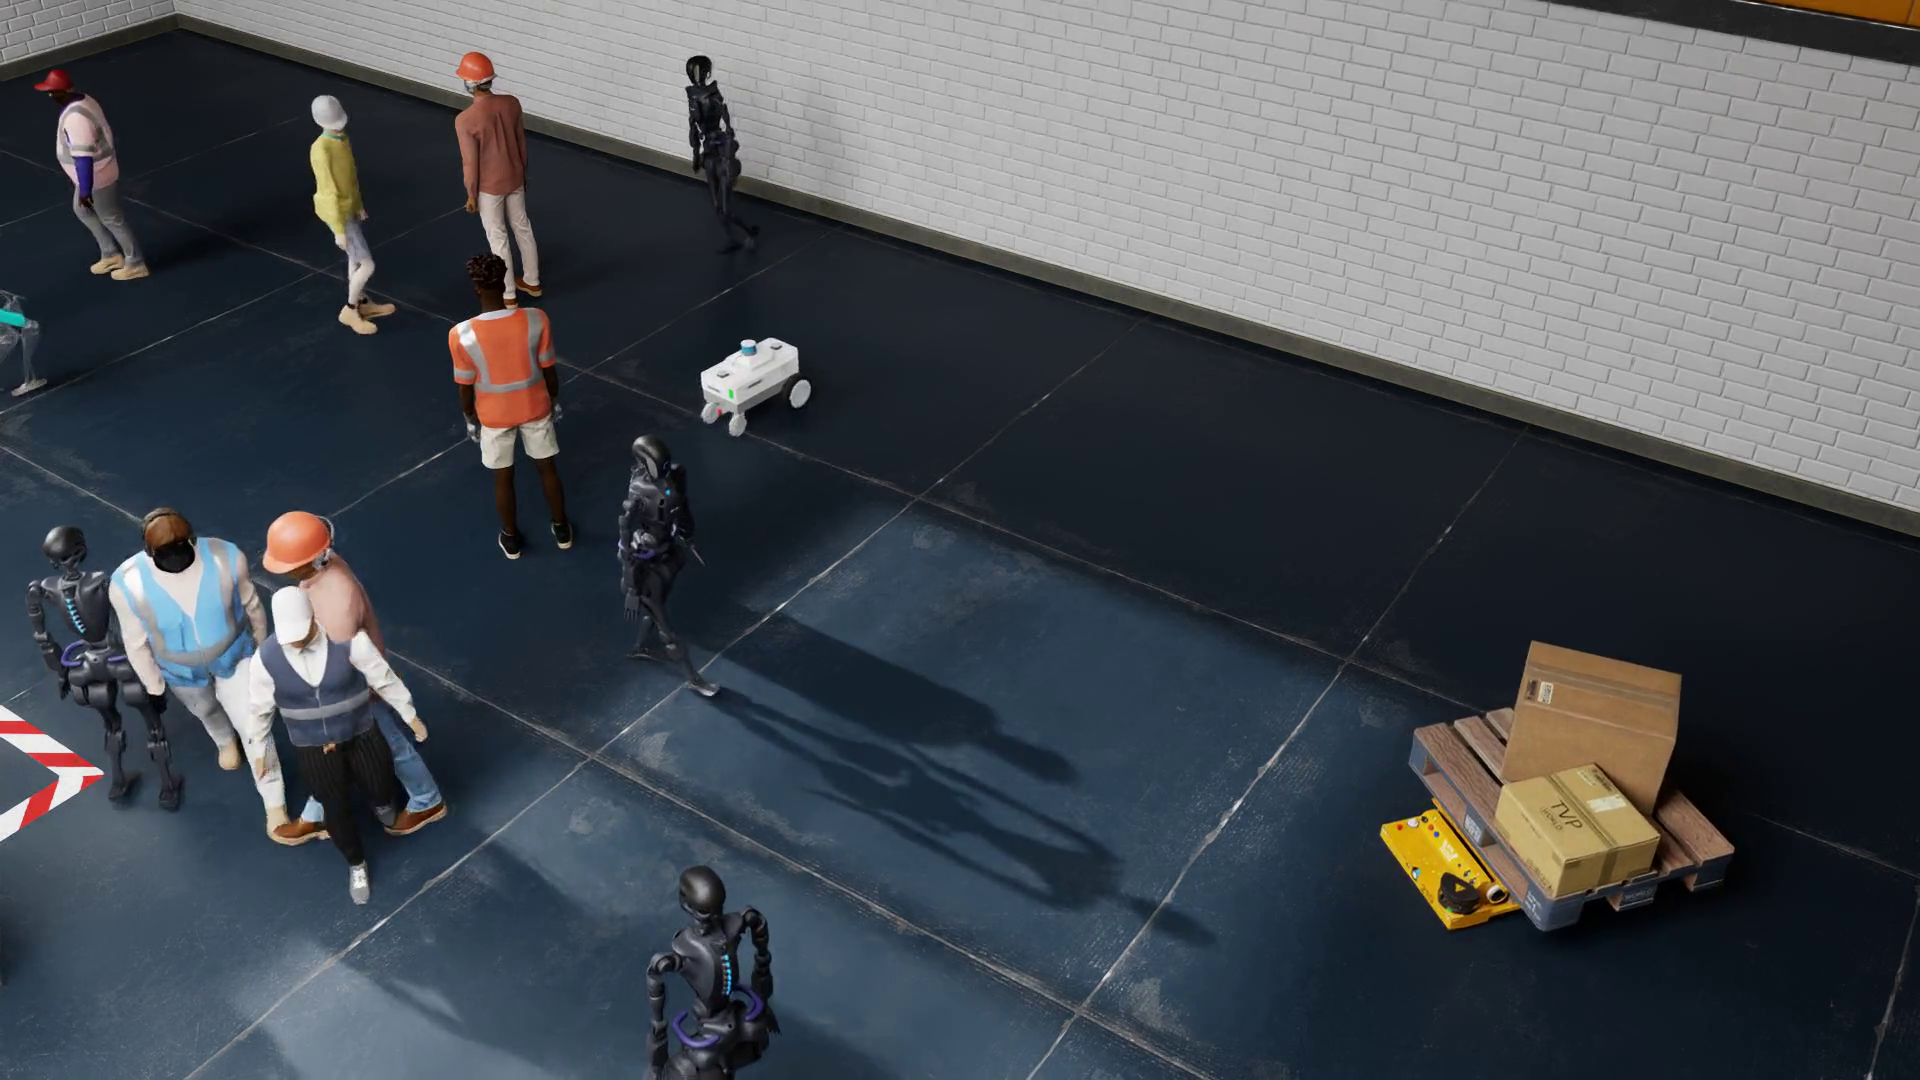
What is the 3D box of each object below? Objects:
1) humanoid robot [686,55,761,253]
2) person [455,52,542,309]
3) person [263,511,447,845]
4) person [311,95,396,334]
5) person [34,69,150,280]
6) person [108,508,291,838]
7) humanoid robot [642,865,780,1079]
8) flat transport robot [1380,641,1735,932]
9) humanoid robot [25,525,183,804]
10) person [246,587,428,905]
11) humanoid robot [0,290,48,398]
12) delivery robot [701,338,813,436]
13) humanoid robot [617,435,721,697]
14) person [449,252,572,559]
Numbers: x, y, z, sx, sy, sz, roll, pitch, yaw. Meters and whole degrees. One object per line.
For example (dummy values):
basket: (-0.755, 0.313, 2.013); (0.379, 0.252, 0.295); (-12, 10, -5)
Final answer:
humanoid robot: (-1.941, -3.143, 13.538); (0.427, 1.631, 0.610); (-27, 43, -33)
person: (-3.523, -2.727, 12.655); (0.374, 1.997, 0.614); (21, 40, 27)
person: (-2.984, 0.710, 7.773); (0.914, 1.952, 0.636); (-20, 39, -26)
person: (-4.546, -2.394, 12.295); (0.416, 1.867, 0.612); (-1, 35, -1)
person: (-6.860, -2.838, 13.039); (0.564, 1.732, 0.661); (-13, 37, -18)
person: (-3.696, 0.554, 8.142); (0.624, 1.804, 0.931); (-15, 38, -21)
humanoid robot: (-0.966, 1.895, 6.374); (0.610, 1.624, 0.786); (-28, 44, -34)
flat transport robot: (2.869, 1.464, 8.171); (1.431, 0.231, 0.659); (-10, 36, -14)
humanoid robot: (-4.137, 0.616, 8.151); (0.610, 1.646, 0.377); (-5, 35, -8)
person: (-2.894, 0.882, 7.719); (0.789, 1.739, 0.566); (-14, 37, -19)
humanoid robot: (-6.797, -1.769, 11.511); (0.843, 1.748, 0.532); (-19, 39, -25)
delivery robot: (-1.439, -1.120, 11.620); (0.499, 0.601, 0.783); (25, 42, 32)
humanoid robot: (-1.603, 0.112, 8.900); (0.739, 1.626, 0.592); (18, 39, 24)
person: (-2.670, -0.791, 9.928); (0.601, 1.955, 0.382); (-15, 38, -20)
